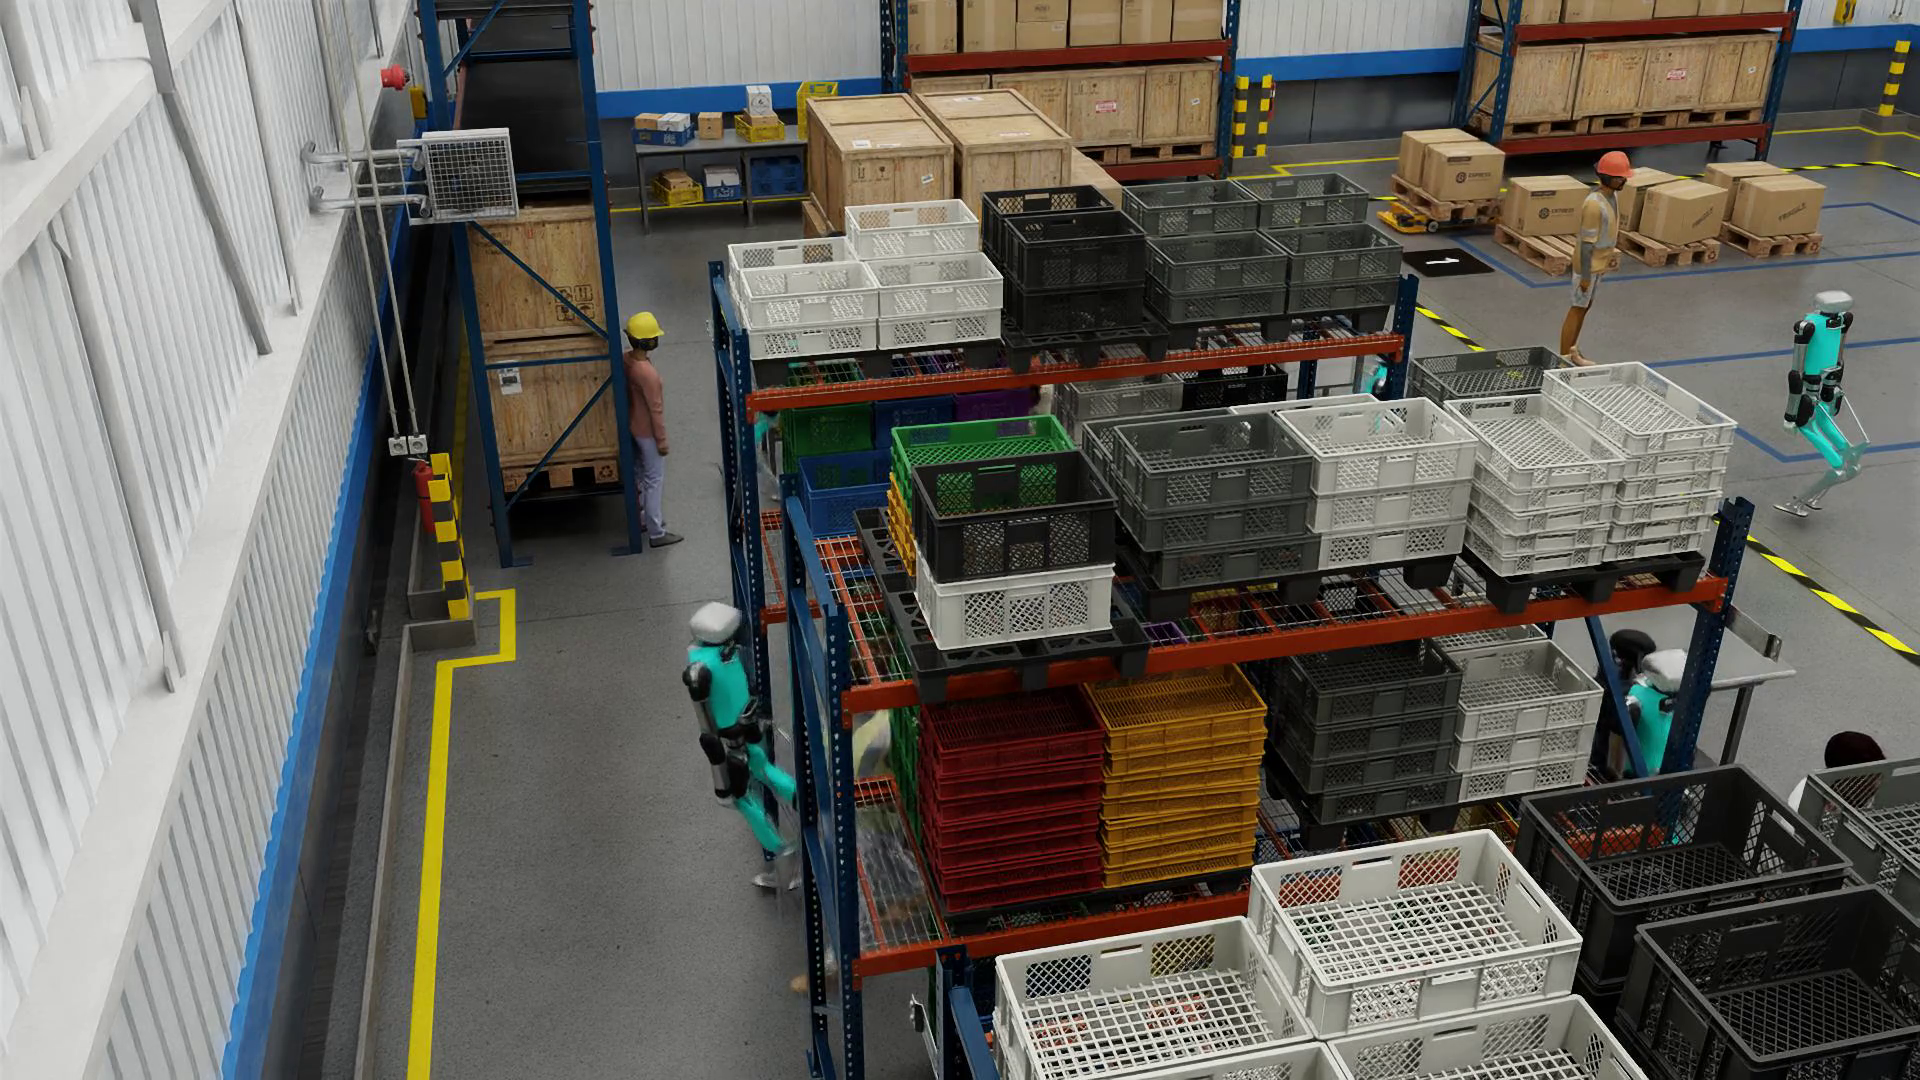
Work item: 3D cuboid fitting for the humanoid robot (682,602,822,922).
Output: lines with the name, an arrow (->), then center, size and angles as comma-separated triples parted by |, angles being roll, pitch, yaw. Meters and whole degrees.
humanoid robot -> -0.933, 1.196, 8.325 | 0.725, 1.898, 0.558 | 7, 29, 14

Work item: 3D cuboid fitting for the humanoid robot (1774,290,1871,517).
humanoid robot -> 6.365, -0.938, 12.106 | 0.533, 1.677, 0.735 | -14, 31, -25

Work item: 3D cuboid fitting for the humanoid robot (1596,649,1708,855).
humanoid robot -> 3.327, 1.419, 7.835 | 0.545, 1.849, 0.656 | -13, 30, -23

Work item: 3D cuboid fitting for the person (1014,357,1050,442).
person -> 0.320, -0.238, 10.760 | 0.824, 1.891, 0.597 | -12, 30, -22

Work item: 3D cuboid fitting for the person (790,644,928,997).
person -> -0.469, 1.268, 8.007 | 0.937, 1.796, 0.632 | -19, 33, -32

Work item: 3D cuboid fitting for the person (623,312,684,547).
person -> -2.235, -0.796, 11.959 | 0.335, 1.762, 0.521 | -17, 32, -29

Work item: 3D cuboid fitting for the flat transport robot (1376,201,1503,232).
flat transport robot -> 5.606, -3.775, 19.179 | 1.431, 0.197, 0.652 | -6, 28, -12

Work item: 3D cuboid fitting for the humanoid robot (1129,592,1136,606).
humanoid robot -> 1.239, -0.077, 10.699 | 0.610, 1.638, 0.608 | -4, 28, -8

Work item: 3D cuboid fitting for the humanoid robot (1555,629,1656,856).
humanoid robot -> 3.216, 1.141, 8.436 | 0.632, 1.652, 0.601 | 12, 30, 22

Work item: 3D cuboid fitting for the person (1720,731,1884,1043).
person -> 3.593, 1.624, 7.198 | 0.390, 1.916, 0.589 | 16, 32, 27

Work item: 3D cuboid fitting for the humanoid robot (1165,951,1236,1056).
humanoid robot -> 0.842, 2.209, 6.345 | 0.376, 1.649, 0.609 | -7, 29, -13

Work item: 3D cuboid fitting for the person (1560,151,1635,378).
person -> 5.636, -2.441, 14.775 | 0.382, 2.045, 0.604 | 17, 32, 30

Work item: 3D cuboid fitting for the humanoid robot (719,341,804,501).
humanoid robot -> -1.558, -1.091, 12.589 | 0.934, 1.806, 0.555 | 9, 29, 17

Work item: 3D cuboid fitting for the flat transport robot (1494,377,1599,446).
flat transport robot -> 4.780, -1.036, 14.013 | 0.659, 0.231, 1.431 | -6, 28, -12

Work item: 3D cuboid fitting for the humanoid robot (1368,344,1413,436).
humanoid robot -> 2.643, -0.579, 11.630 | 0.837, 1.811, 0.550 | 13, 31, 23

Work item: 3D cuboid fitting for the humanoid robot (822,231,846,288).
humanoid robot -> -0.987, -1.822, 14.016 | 0.720, 1.637, 0.593 | -13, 30, -23

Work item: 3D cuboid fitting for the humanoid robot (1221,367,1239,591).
humanoid robot -> 1.907, -0.299, 11.122 | 0.721, 1.859, 0.537 | -3, 28, -5

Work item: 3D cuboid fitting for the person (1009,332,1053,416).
person -> 0.431, -0.629, 11.566 | 0.506, 1.837, 0.333 | 21, 34, 34
